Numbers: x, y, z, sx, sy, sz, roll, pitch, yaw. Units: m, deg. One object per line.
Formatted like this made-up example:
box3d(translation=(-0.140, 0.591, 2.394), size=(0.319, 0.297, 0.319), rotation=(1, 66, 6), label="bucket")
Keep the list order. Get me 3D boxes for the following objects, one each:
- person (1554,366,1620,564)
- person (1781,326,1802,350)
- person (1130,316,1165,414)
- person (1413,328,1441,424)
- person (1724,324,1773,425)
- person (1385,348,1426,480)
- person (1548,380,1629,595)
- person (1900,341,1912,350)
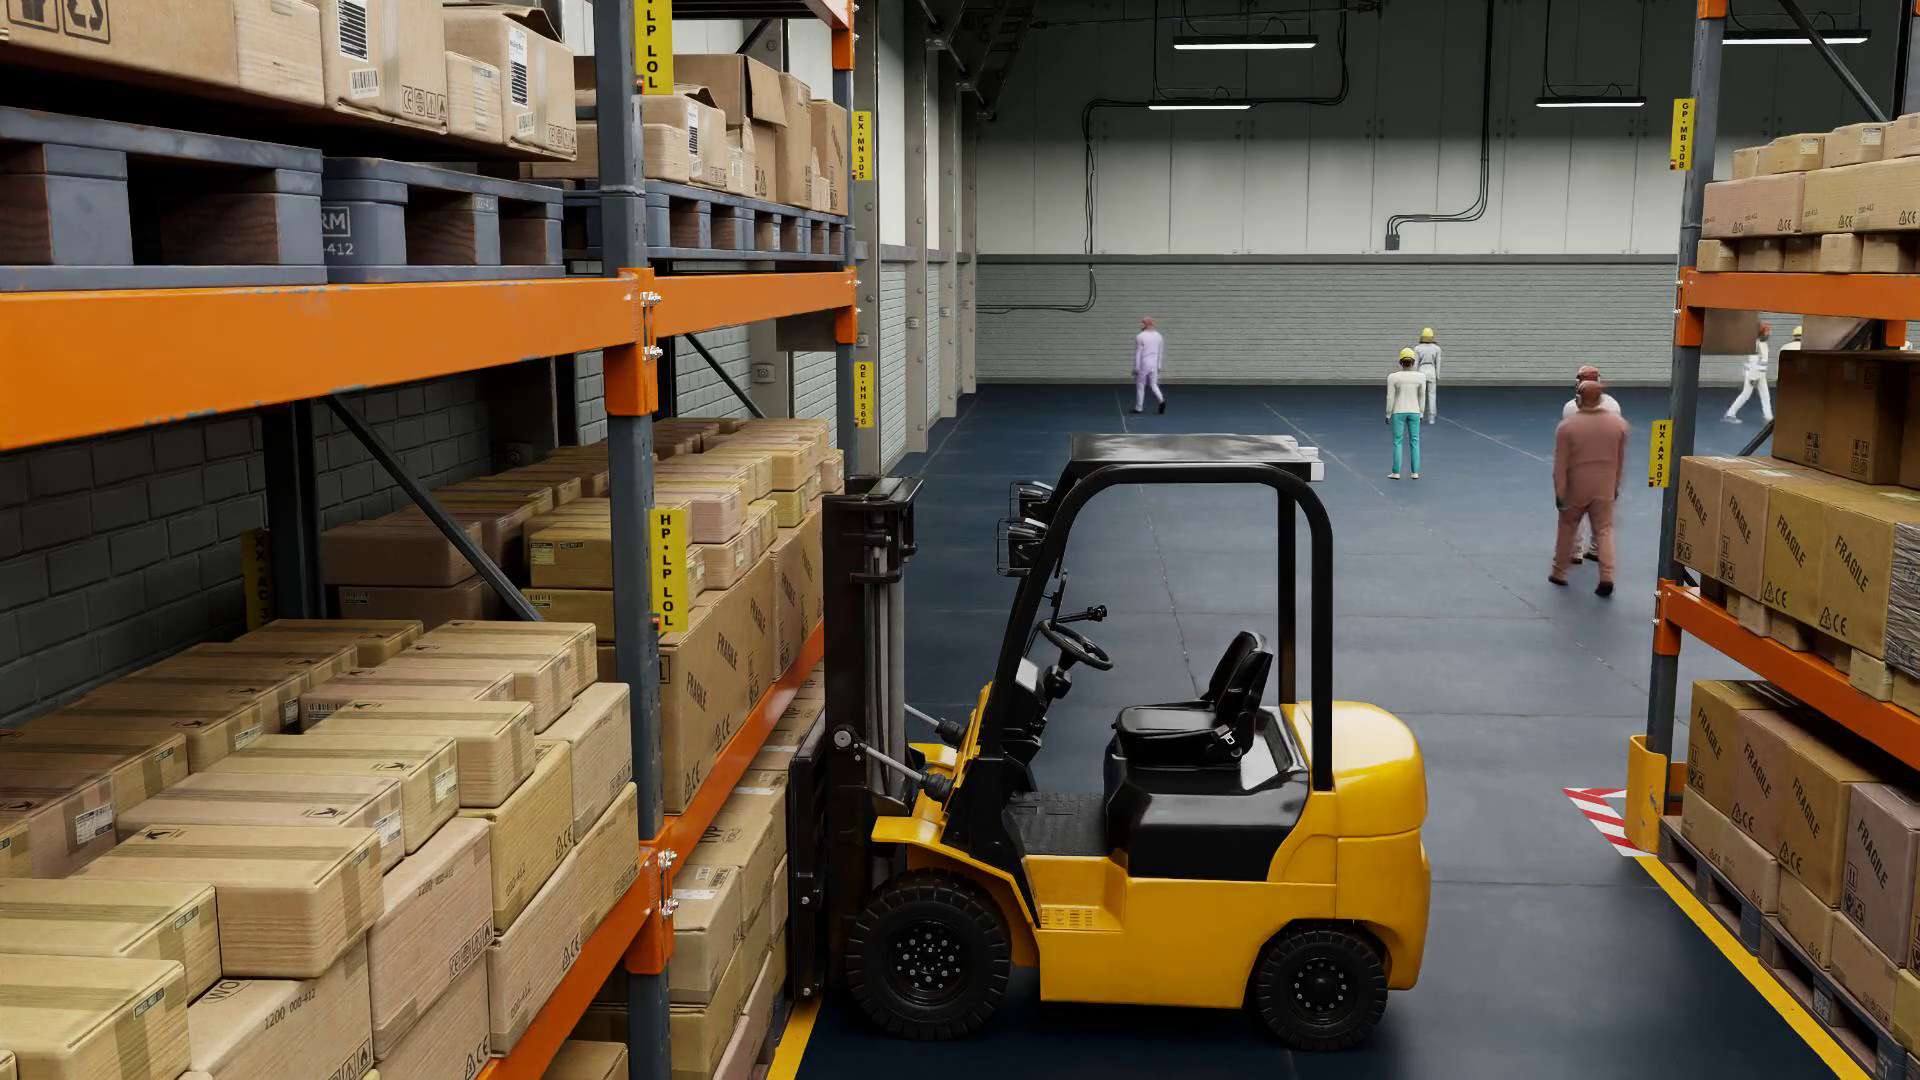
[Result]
box3d(translation=(6.009, -0.719, 16.020), size=(0.642, 1.905, 0.401), rotation=(-4, 10, -23), label="person")
box3d(translation=(14.833, -2.880, 29.488), size=(0.588, 1.806, 0.802), rotation=(9, 13, 44), label="person")
box3d(translation=(3.616, -3.365, 32.127), size=(0.678, 1.908, 0.649), rotation=(-6, 11, -34), label="person")
box3d(translation=(8.455, -2.976, 30.176), size=(0.492, 1.743, 0.314), rotation=(1, 9, 4), label="person")
box3d(translation=(14.294, -2.975, 29.937), size=(0.633, 1.838, 0.974), rotation=(-8, 12, -40), label="person")
box3d(translation=(5.965, -1.688, 22.297), size=(0.525, 1.769, 0.327), rotation=(0, 9, 1), label="person")
box3d(translation=(5.513, -0.470, 14.602), size=(0.649, 1.871, 0.905), rotation=(1, 9, 4), label="person")
box3d(translation=(18.714, -3.418, 33.203), size=(0.508, 1.629, 0.317), rotation=(1, 9, 3), label="person")
